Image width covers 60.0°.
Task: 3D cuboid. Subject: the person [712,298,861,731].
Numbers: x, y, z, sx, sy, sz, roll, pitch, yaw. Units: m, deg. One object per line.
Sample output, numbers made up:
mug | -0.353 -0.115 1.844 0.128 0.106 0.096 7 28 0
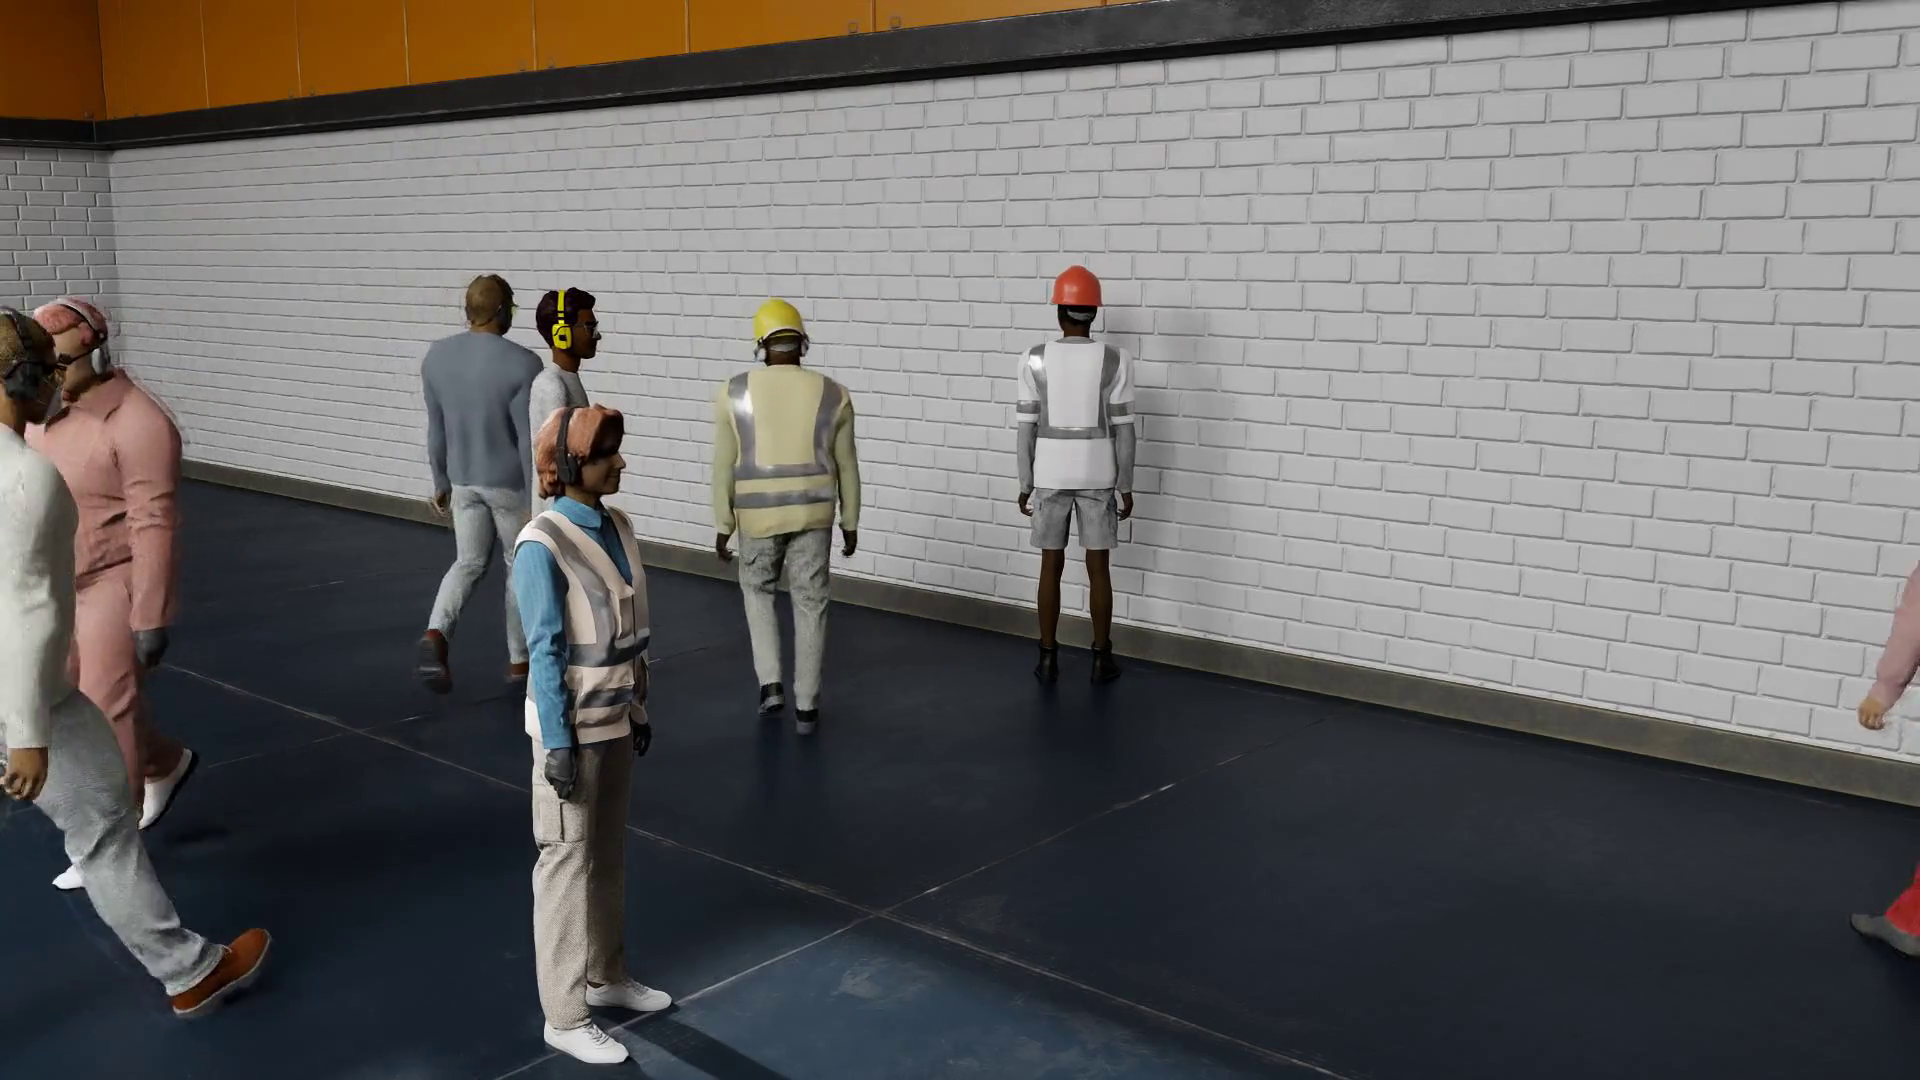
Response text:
person | -0.727 -0.102 7.015 0.628 1.808 0.463 -2 10 -10

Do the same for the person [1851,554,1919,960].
person | 2.744 0.405 4.373 0.529 1.727 0.888 -3 10 -17

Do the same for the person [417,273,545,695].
person | -2.163 -0.244 7.536 0.636 1.914 0.798 3 10 17

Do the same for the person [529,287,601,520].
person | -1.509 -0.042 6.518 0.329 1.868 0.512 -3 10 -15

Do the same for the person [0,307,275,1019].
person | -2.297 0.380 4.084 0.632 1.887 1.012 7 12 36

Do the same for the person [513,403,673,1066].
person | -0.939 0.478 4.206 0.307 1.639 0.514 2 10 11

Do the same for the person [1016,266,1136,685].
person | 0.538 -0.291 7.726 0.552 1.938 0.356 1 10 7

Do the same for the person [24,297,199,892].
person | -2.711 0.164 5.310 0.723 1.873 0.527 6 11 29
